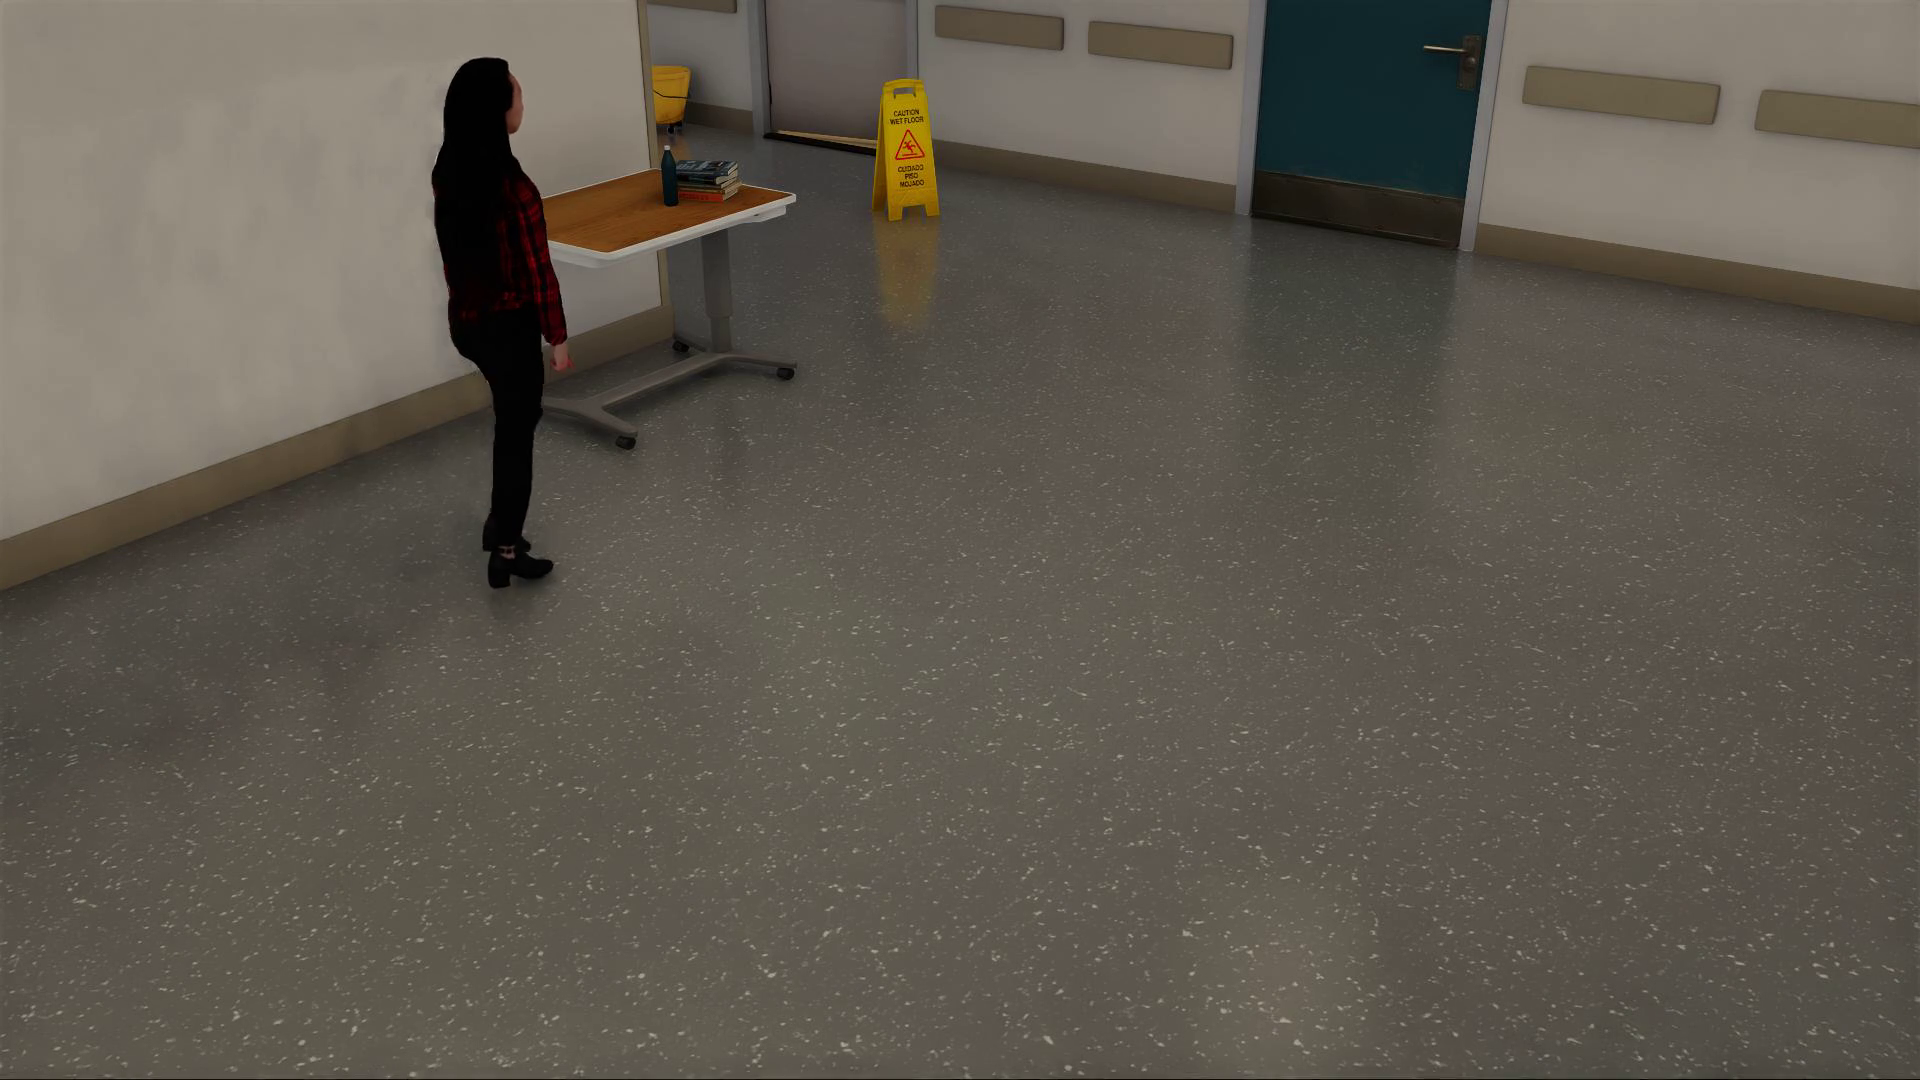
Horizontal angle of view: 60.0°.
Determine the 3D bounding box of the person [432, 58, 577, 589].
[{"bbox_3d":[-1.470,-0.602,5.078,0.489,1.644,0.648,18,31,32],"label":"person"}]
